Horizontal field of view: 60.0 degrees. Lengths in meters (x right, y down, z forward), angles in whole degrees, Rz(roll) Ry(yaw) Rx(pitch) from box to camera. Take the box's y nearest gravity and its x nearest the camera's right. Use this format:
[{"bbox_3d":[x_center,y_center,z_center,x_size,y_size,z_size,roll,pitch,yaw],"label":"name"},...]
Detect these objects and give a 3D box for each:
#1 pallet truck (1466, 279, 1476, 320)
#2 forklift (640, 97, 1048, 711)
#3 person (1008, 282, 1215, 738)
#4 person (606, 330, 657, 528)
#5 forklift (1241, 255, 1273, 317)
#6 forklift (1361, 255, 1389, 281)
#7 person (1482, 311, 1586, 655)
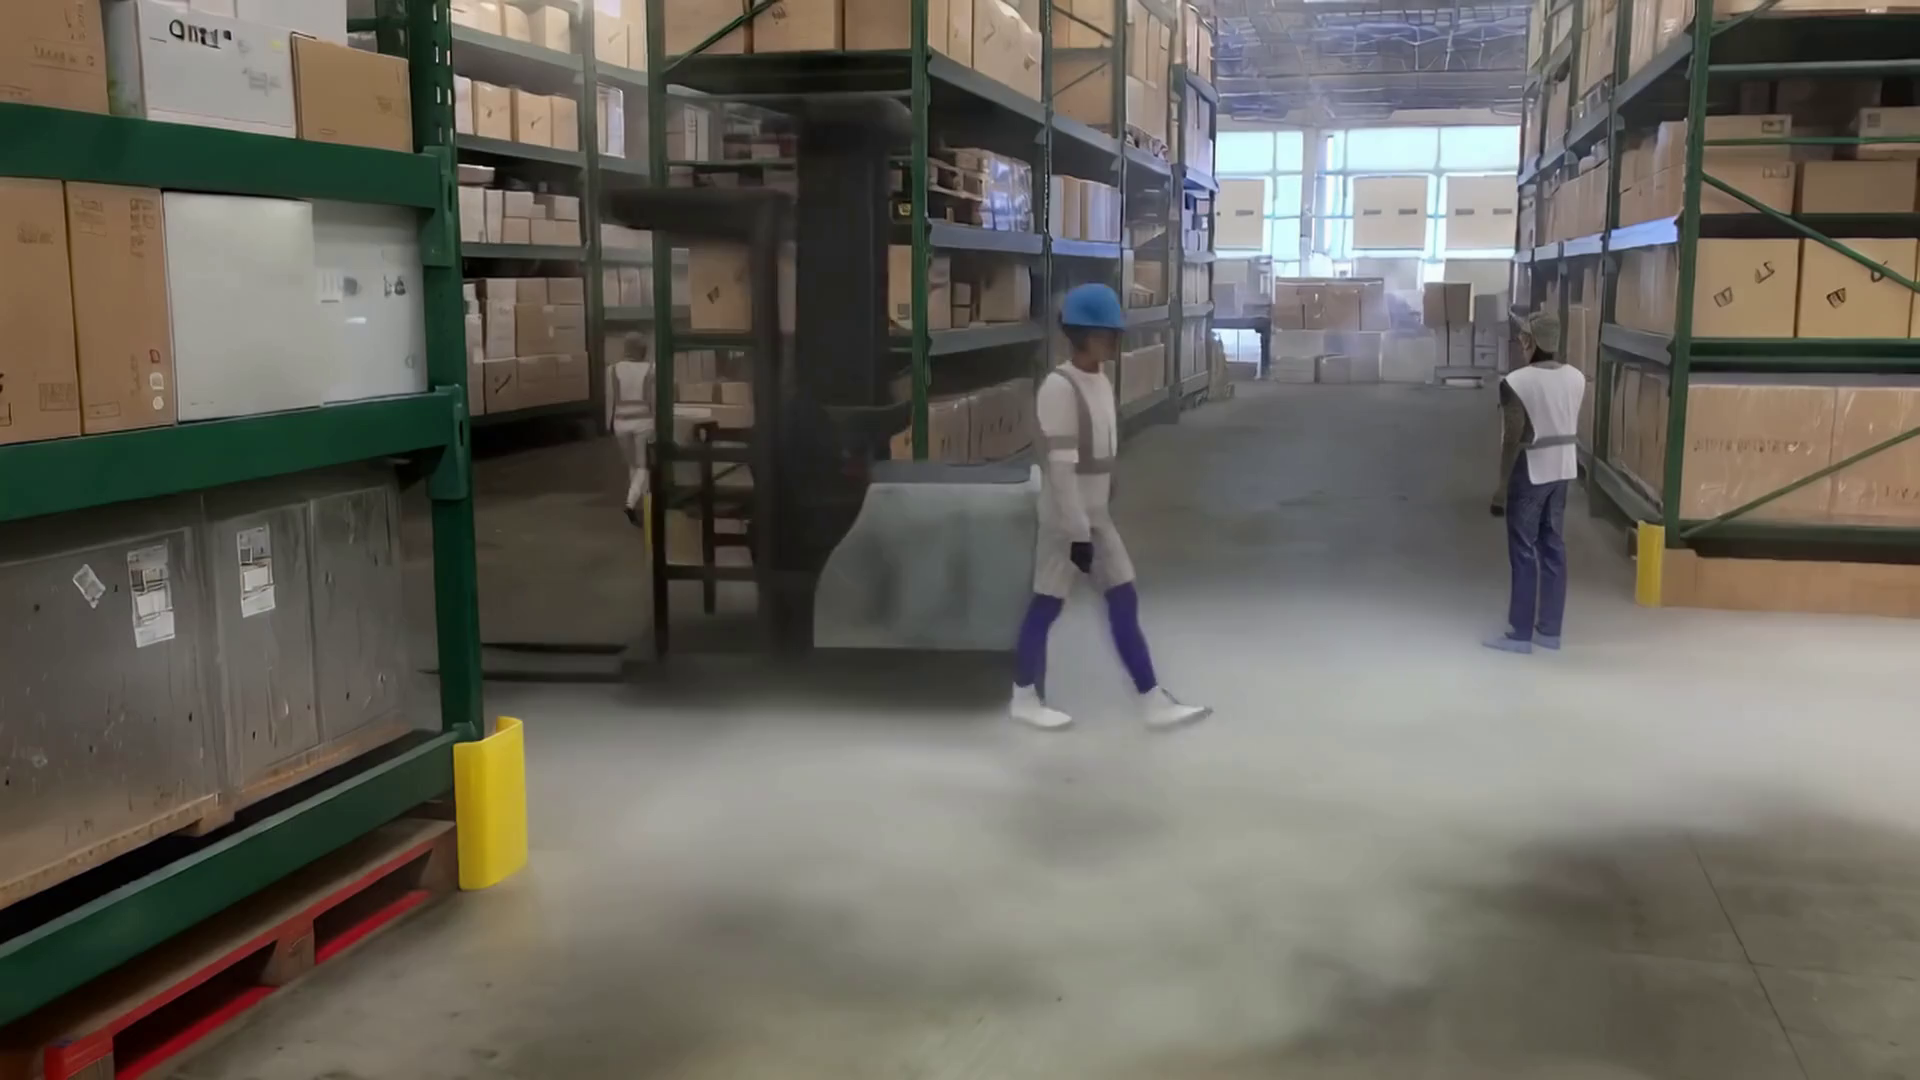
[{"bbox_3d":[18.896,-8.459,60.307,1.885,1.965,0.823,5,10,31],"label":"pallet truck"},{"bbox_3d":[-0.512,-0.669,8.021,1.873,2.768,1.129,1,9,4],"label":"forklift"},{"bbox_3d":[0.625,-0.100,7.203,1.024,1.990,0.629,5,10,28],"label":"person"},{"bbox_3d":[-2.662,-0.915,13.633,0.520,1.606,0.774,2,9,11],"label":"person"},{"bbox_3d":[10.551,-8.662,58.805,1.129,2.768,1.873,2,9,15],"label":"forklift"},{"bbox_3d":[14.233,-8.404,57.165,1.129,2.768,1.873,-2,9,-13],"label":"forklift"},{"bbox_3d":[3.108,-0.301,8.961,0.567,1.847,0.389,-5,10,-30],"label":"person"}]
